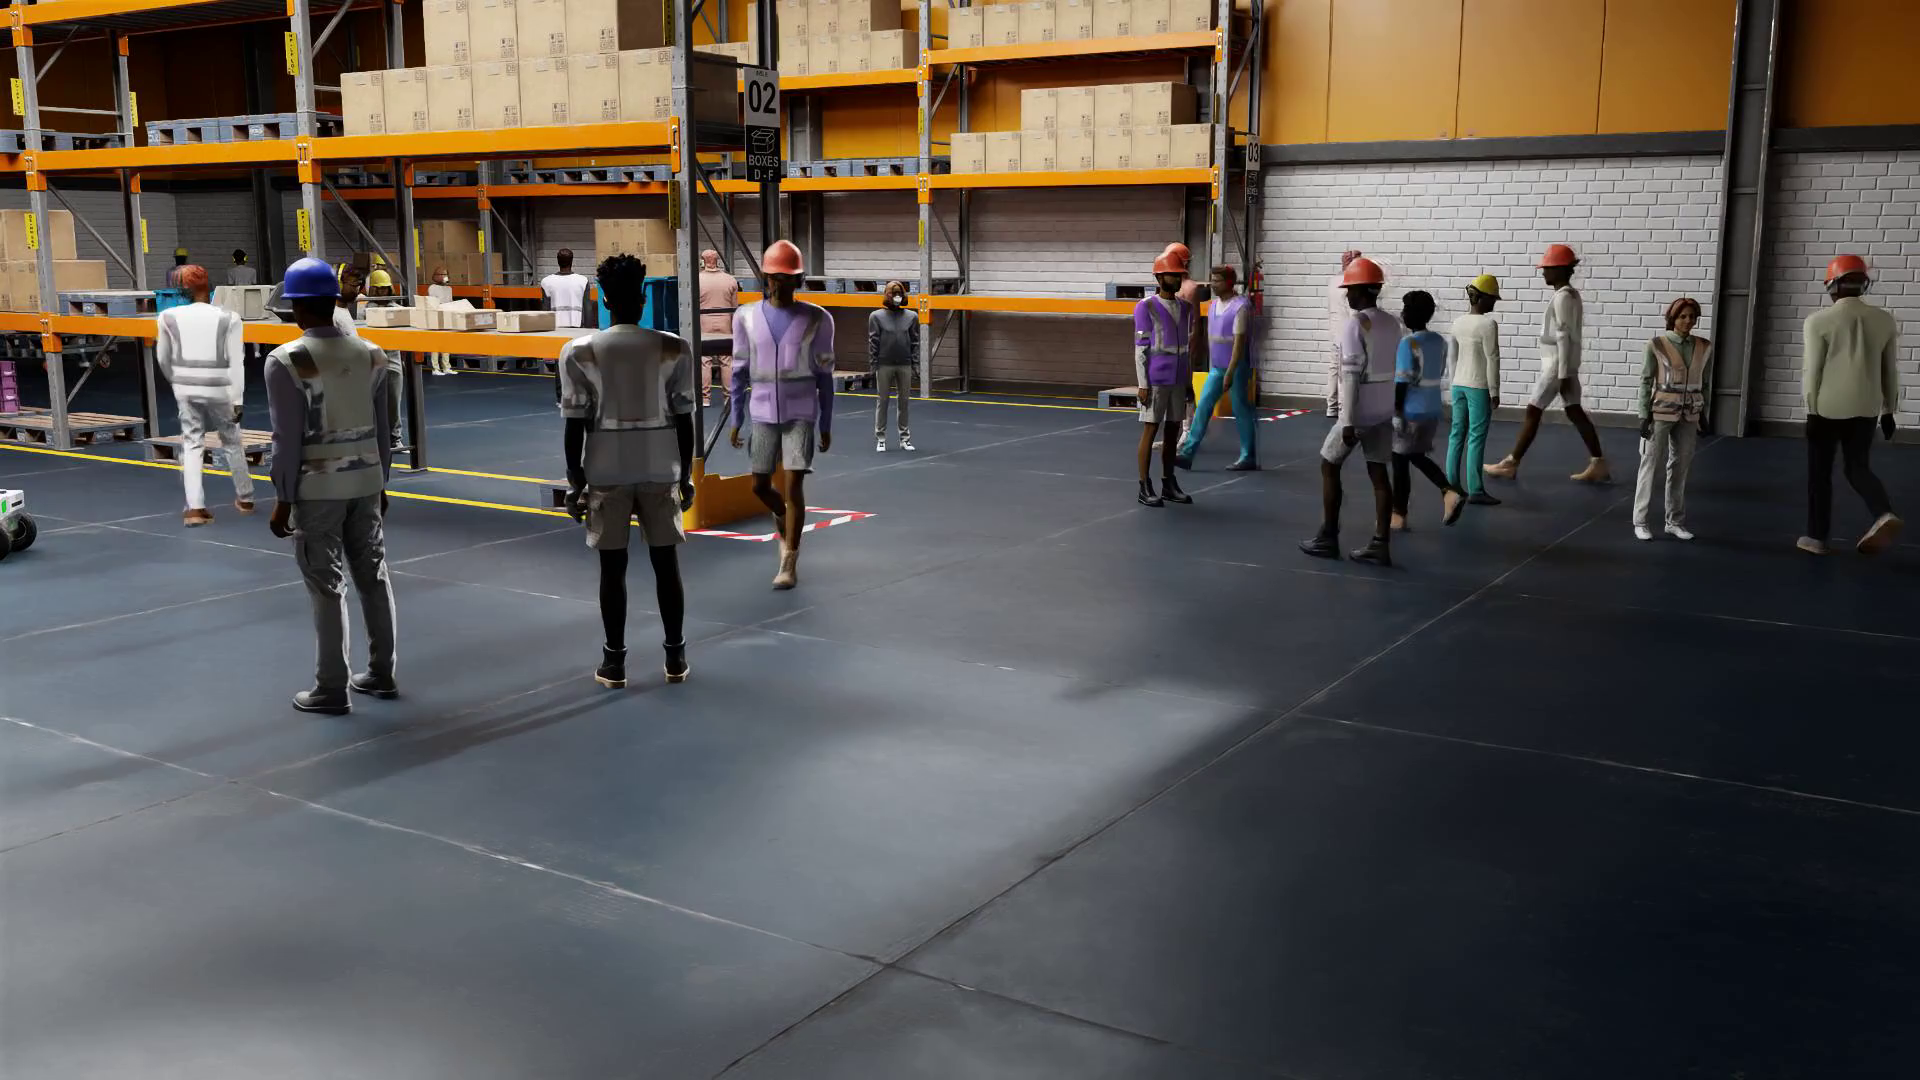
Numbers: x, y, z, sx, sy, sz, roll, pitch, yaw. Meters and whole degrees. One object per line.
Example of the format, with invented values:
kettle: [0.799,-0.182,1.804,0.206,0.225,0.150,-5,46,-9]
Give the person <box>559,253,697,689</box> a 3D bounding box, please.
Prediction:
person: [-1.491,-0.304,7.530,0.608,1.962,0.374,-3,11,-17]

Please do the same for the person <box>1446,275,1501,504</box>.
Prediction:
person: [3.984,-1.158,12.834,0.327,1.760,0.523,-4,11,-21]

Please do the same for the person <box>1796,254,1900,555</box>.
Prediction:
person: [5.675,-0.829,10.523,0.627,1.949,0.821,0,10,-1]

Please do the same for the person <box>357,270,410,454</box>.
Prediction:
person: [-5.399,-1.653,15.610,0.487,1.744,0.312,-9,14,-41]

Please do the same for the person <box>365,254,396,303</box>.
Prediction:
person: [-8.784,-3.445,25.305,0.404,1.828,0.592,2,11,13]

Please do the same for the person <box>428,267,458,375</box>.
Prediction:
person: [-7.779,-3.284,24.985,0.281,1.626,0.495,4,11,23]

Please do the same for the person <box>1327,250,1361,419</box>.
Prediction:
person: [4.385,-2.301,18.792,0.403,1.908,0.659,-2,10,-10]

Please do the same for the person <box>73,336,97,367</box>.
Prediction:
person: [-13.945,-3.545,26.461,0.345,1.608,0.503,-3,11,-15]

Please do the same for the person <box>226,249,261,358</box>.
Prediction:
person: [-12.337,-4.064,28.642,0.518,1.865,0.330,-5,11,-27]

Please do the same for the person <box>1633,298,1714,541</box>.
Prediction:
person: [4.819,-0.810,11.237,0.515,1.638,0.315,-1,10,-7]

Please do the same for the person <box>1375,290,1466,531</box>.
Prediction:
person: [3.176,-0.877,11.452,0.546,1.684,0.545,-8,13,-39]

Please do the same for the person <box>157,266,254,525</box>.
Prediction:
person: [-5.431,-1.043,11.977,0.584,1.838,0.768,-3,11,-16]

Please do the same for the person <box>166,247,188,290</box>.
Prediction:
person: [-13.131,-4.008,28.208,0.524,1.908,0.584,9,14,41]

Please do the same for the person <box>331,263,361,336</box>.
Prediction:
person: [-4.347,-1.025,11.802,0.328,1.865,0.519,-2,10,-11]

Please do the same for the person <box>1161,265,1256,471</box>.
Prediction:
person: [2.224,-1.474,14.464,0.935,1.793,0.591,-4,11,-23]

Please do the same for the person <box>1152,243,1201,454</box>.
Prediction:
person: [2.067,-1.818,15.832,0.396,1.992,0.623,-3,11,-14]

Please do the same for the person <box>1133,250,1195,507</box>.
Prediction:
person: [1.578,-1.231,12.723,0.545,1.943,0.347,-7,12,-33]

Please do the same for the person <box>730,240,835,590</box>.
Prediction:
person: [-1.034,-0.755,9.853,0.628,2.025,0.775,1,10,7]

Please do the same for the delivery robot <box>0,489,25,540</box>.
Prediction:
delivery robot: [-6.359,-0.191,10.549,0.707,0.478,0.477,-2,10,-9]

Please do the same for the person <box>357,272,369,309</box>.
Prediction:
person: [-6.760,-2.194,18.762,0.321,1.689,0.530,4,11,21]

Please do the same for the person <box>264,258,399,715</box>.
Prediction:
person: [-2.707,-0.228,7.150,0.405,1.946,0.612,6,12,28]

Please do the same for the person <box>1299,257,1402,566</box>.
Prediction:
person: [2.471,-0.813,10.492,0.557,1.902,0.799,-8,13,-37]

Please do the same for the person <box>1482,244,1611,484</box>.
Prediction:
person: [4.971,-1.456,13.862,1.069,1.987,0.633,5,12,27]

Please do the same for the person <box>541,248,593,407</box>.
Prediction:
person: [-4.748,-2.558,20.146,0.591,1.920,0.392,-1,10,-8]

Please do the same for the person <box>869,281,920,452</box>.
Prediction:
person: [-0.627,-1.660,15.949,0.501,1.636,0.280,-3,11,-17]

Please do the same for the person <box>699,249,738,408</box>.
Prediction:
person: [-3.000,-2.557,20.167,0.643,1.909,0.411,-4,11,-23]
